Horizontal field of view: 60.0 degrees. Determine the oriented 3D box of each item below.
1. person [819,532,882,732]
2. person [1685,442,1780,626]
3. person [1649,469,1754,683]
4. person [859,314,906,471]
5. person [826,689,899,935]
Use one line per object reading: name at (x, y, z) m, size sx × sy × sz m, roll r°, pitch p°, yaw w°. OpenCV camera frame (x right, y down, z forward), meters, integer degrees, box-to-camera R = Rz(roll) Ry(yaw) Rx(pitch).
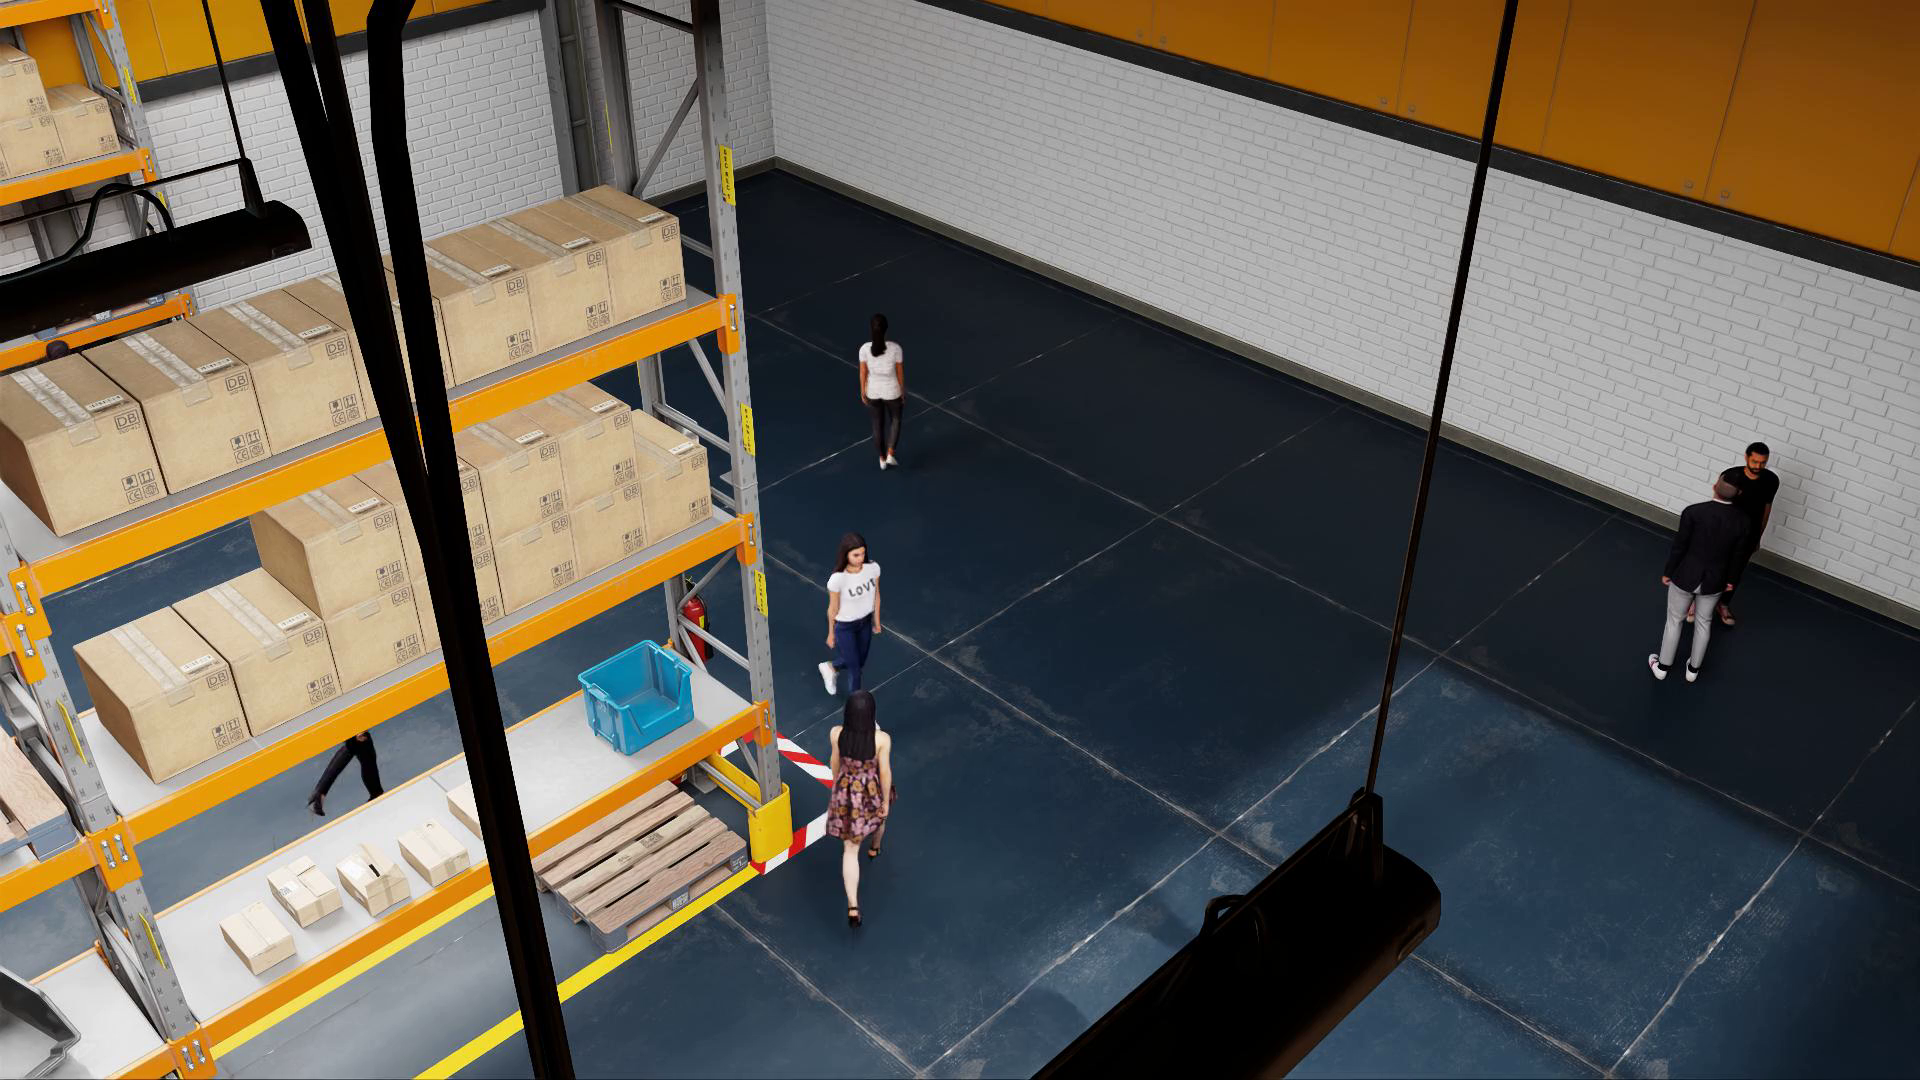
person at (-0.870, 0.641, 12.662) m, size 0.956 × 1.751 × 0.713 m, roll -21°, pitch 39°, yaw -28°
person at (6.379, -0.066, 13.726) m, size 0.718 × 1.749 × 0.763 m, roll 3°, pitch 34°, yaw 4°
person at (5.821, 0.259, 13.056) m, size 0.798 × 1.949 × 0.802 m, roll 6°, pitch 34°, yaw 9°
person at (-0.728, -1.353, 15.764) m, size 0.750 × 1.637 × 0.811 m, roll 1°, pitch 34°, yaw 2°
person at (-0.674, 1.774, 10.976) m, size 1.132 × 1.728 × 1.211 m, roll 1°, pitch 34°, yaw 1°
